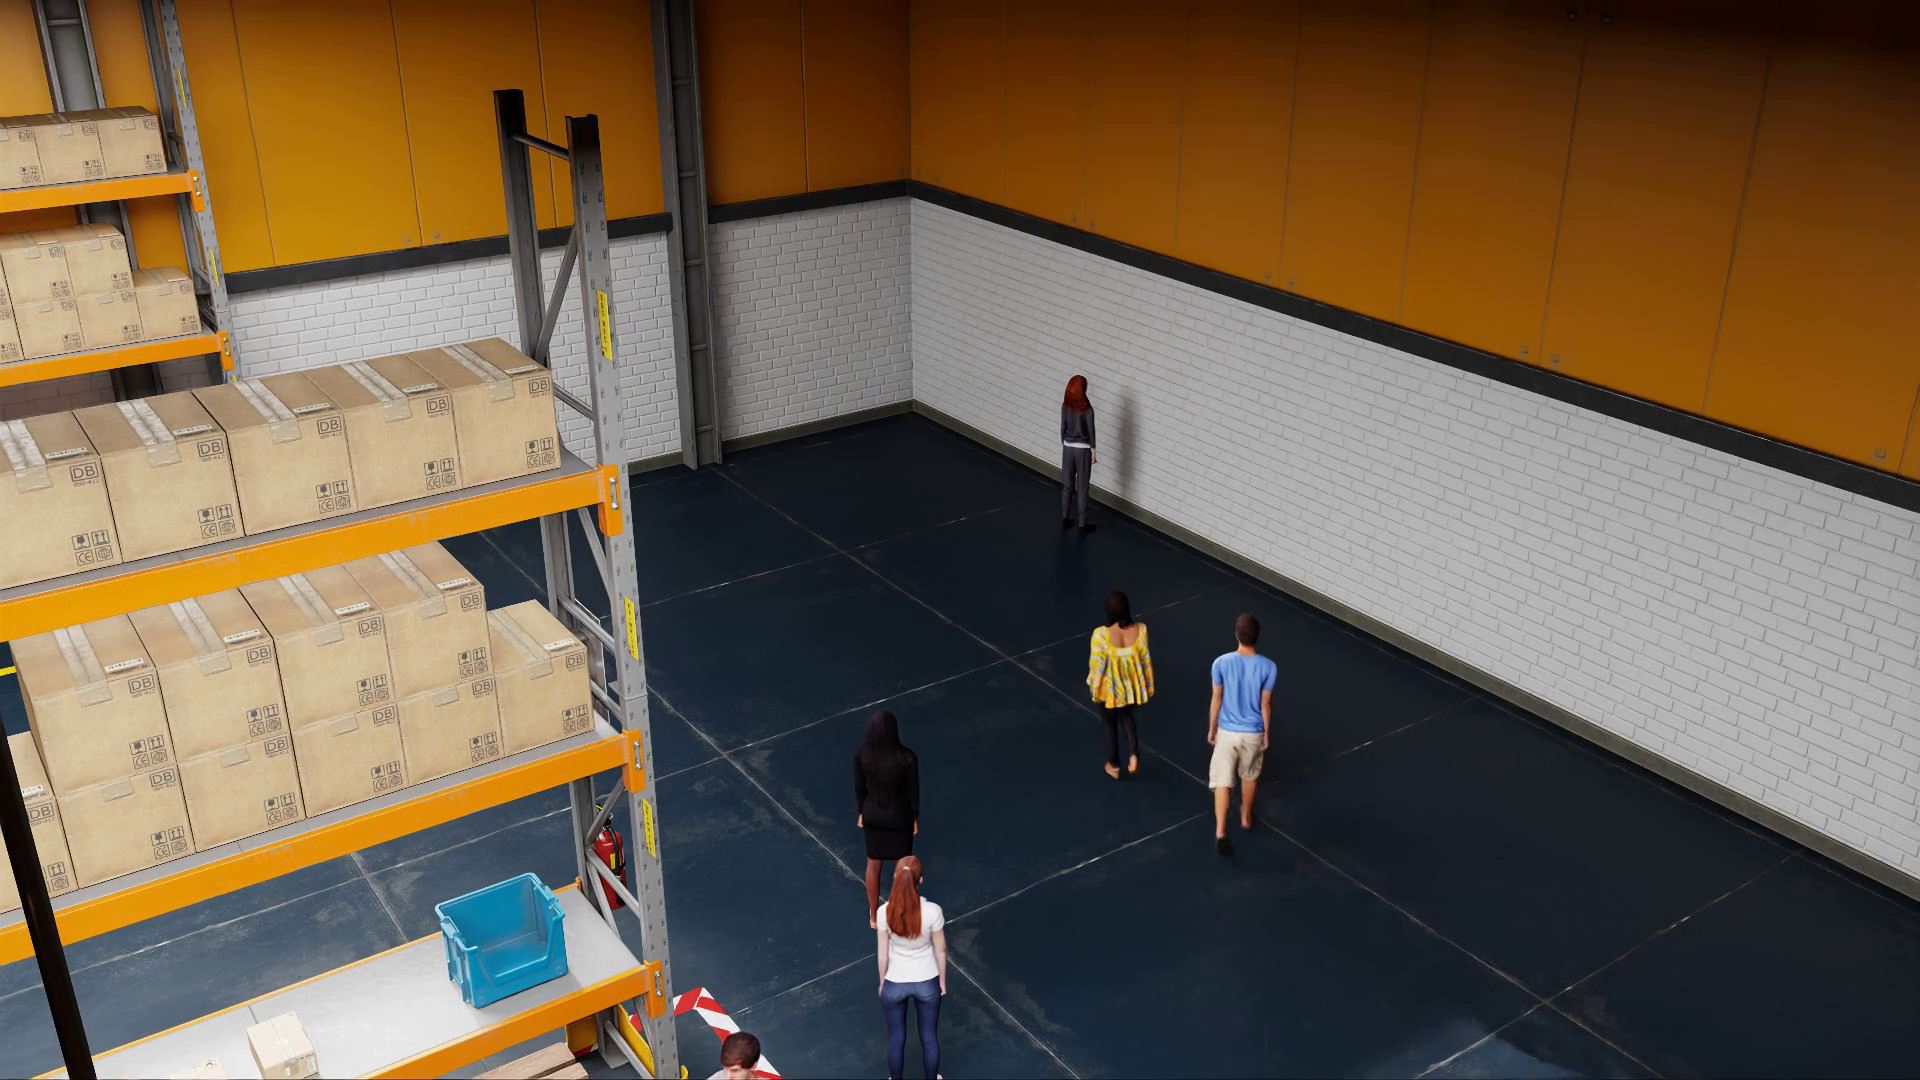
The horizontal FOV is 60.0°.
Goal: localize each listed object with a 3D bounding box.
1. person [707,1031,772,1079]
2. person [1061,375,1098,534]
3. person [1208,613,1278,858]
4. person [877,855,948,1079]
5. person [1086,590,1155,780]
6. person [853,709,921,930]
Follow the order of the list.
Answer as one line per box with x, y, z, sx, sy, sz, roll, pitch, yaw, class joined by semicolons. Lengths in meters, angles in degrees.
-1.060;3.238;8.405;0.734;1.843;0.758;7;25;15;person
1.274;-0.943;18.048;0.633;1.780;0.604;17;29;34;person
2.094;1.492;12.418;1.107;1.827;1.167;5;24;10;person
-0.291;2.641;9.899;0.623;1.739;0.710;0;24;-1;person
1.283;1.217;13.281;0.792;1.640;0.869;-6;24;-14;person
-0.505;1.932;11.546;0.681;1.719;0.727;5;24;12;person
